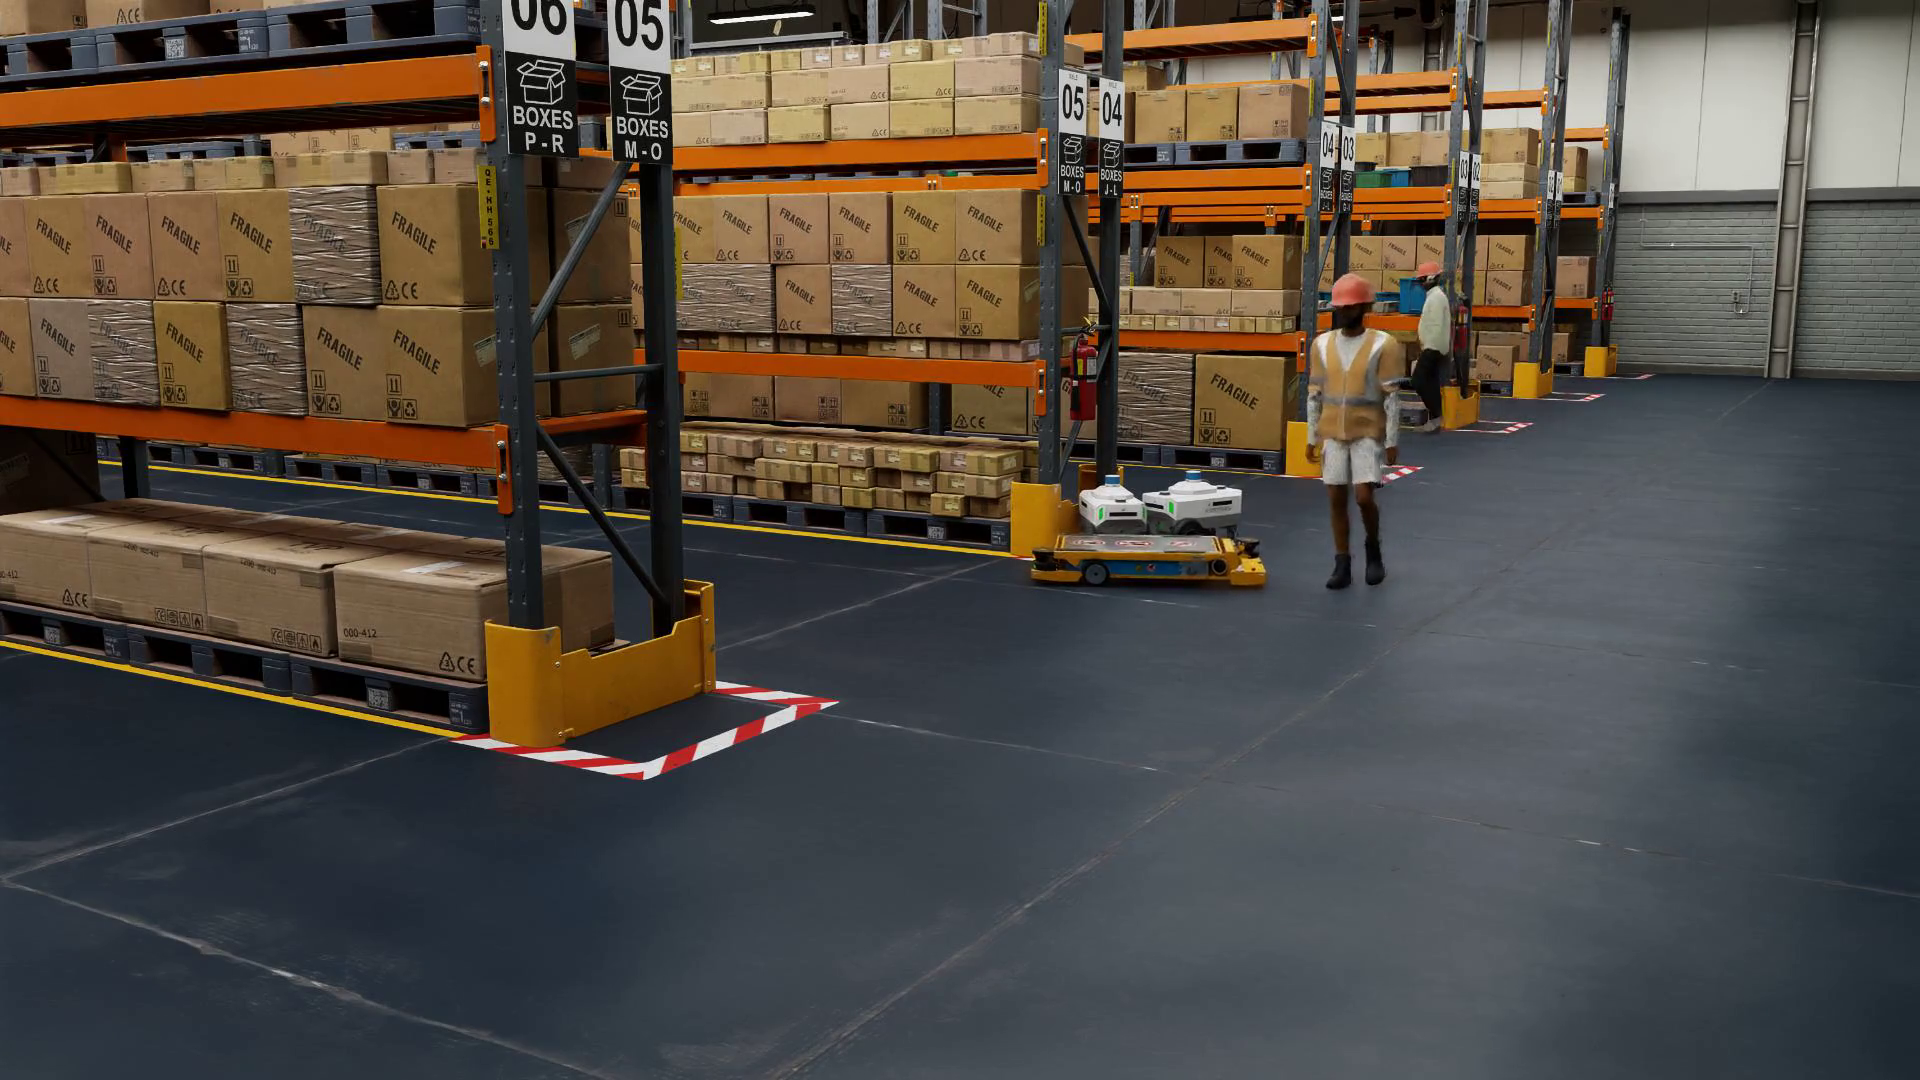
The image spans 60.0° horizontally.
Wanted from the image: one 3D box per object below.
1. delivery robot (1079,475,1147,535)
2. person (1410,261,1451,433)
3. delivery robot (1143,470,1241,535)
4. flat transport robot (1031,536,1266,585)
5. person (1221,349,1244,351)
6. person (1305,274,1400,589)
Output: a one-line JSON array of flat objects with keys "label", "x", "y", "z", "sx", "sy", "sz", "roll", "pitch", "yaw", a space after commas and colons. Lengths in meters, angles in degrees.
[{"label": "delivery robot", "x": 1.023, "y": -0.196, "z": 11.203, "sx": 0.477, "sy": 0.478, "sz": 0.707, "roll": -1, "pitch": 10, "yaw": -7}, {"label": "person", "x": 5.363, "y": -2.186, "z": 18.990, "sx": 0.451, "sy": 1.969, "sz": 0.624, "roll": 3, "pitch": 10, "yaw": 16}, {"label": "delivery robot", "x": 1.599, "y": -0.235, "z": 11.427, "sx": 0.707, "sy": 0.478, "sz": 0.477, "roll": -7, "pitch": 12, "yaw": -35}, {"label": "flat transport robot", "x": 1.181, "y": 0.114, "z": 10.489, "sx": 1.431, "sy": 0.197, "sz": 0.652, "roll": 1, "pitch": 10, "yaw": 5}, {"label": "person", "x": 4.184, "y": -3.215, "z": 25.420, "sx": 0.989, "sy": 1.837, "sz": 0.577, "roll": 5, "pitch": 11, "yaw": 26}, {"label": "person", "x": 2.366, "y": -0.648, "z": 10.109, "sx": 0.555, "sy": 1.923, "sz": 0.408, "roll": 6, "pitch": 12, "yaw": 33}]
